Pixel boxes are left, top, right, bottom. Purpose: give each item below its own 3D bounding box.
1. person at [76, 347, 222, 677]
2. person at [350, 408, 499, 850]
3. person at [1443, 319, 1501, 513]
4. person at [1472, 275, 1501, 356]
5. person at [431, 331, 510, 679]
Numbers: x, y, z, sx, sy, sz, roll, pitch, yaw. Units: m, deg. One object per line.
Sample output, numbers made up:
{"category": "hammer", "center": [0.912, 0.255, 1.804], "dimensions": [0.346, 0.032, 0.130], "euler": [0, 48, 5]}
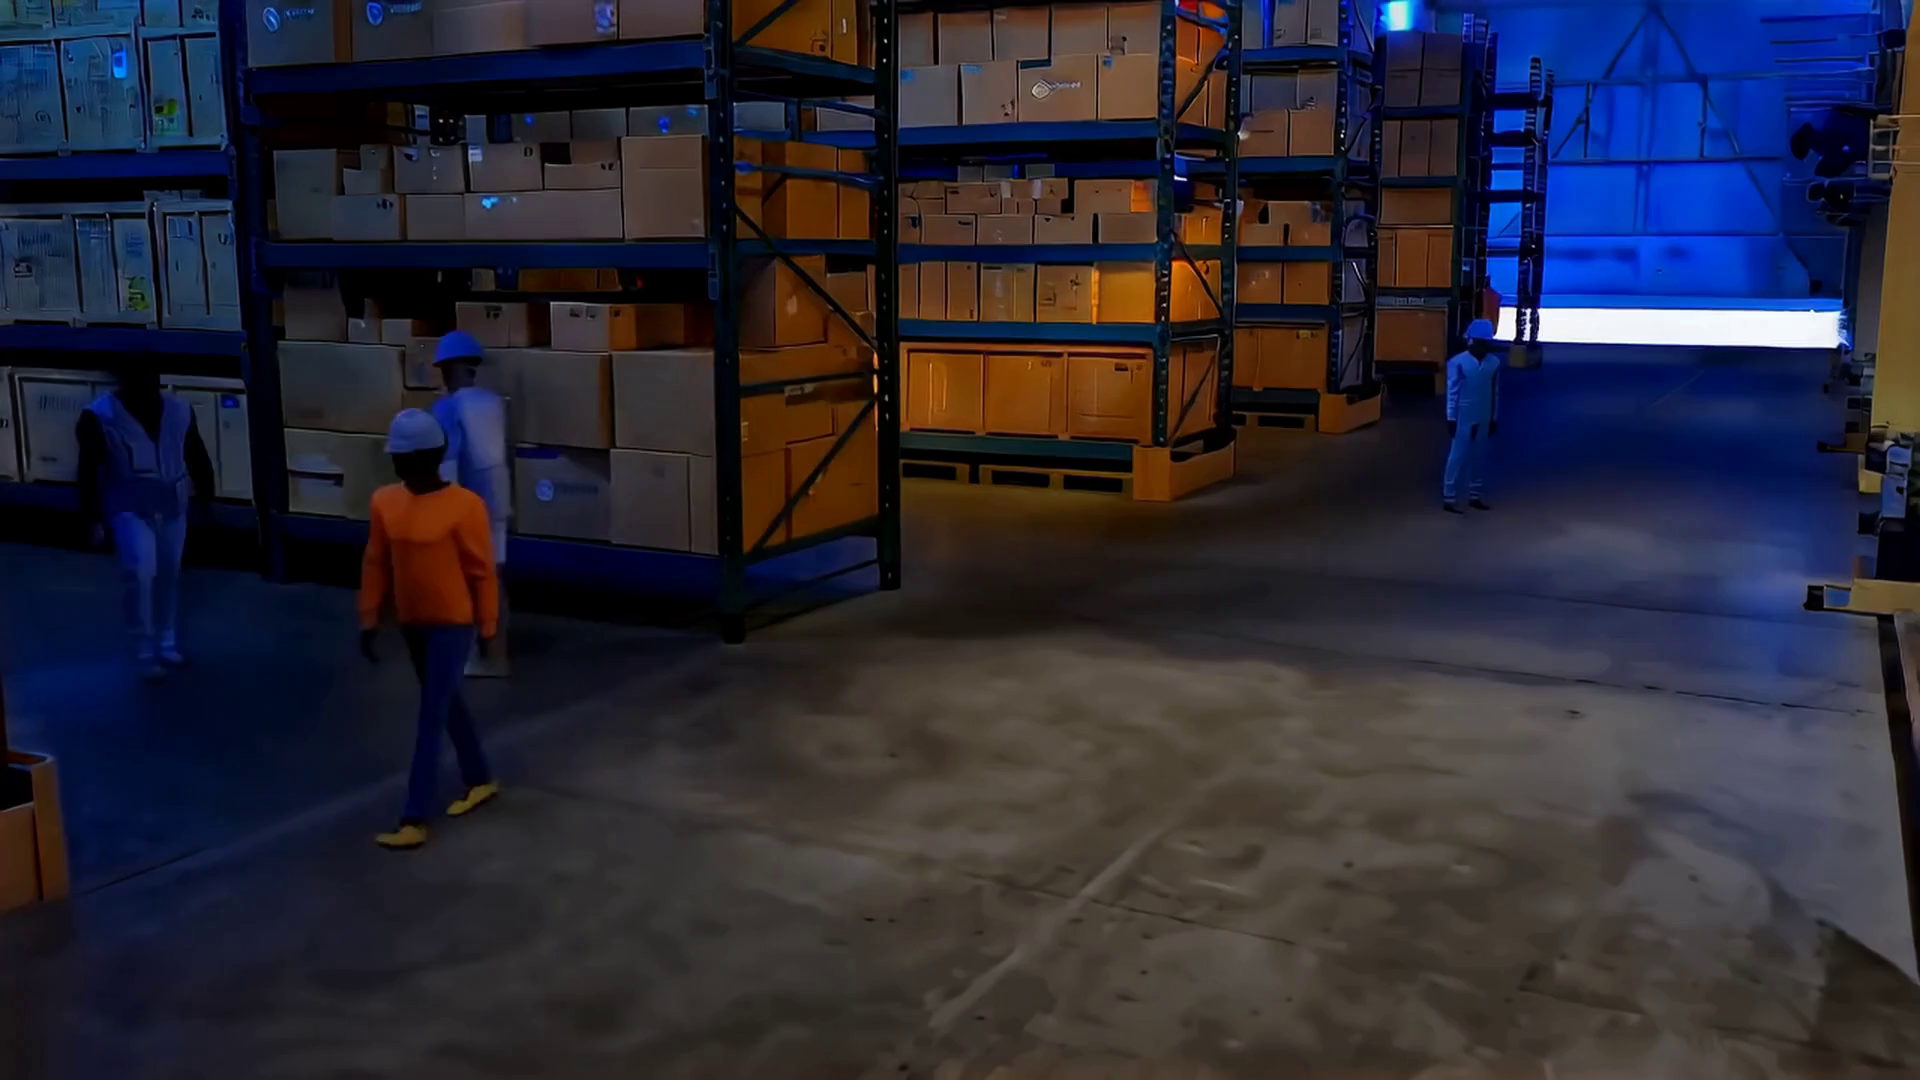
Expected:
{"category": "person", "center": [-4.473, -0.155, 9.218], "dimensions": [0.607, 1.819, 0.661], "euler": [8, 12, 37]}
{"category": "person", "center": [-2.145, 0.342, 6.609], "dimensions": [0.526, 1.721, 0.904], "euler": [4, 11, 22]}
{"category": "person", "center": [4.636, -1.113, 14.985], "dimensions": [0.566, 1.742, 0.351], "euler": [-4, 10, -21]}
{"category": "person", "center": [10.038, -4.118, 31.913], "dimensions": [0.650, 1.904, 0.401], "euler": [-4, 11, -24]}
{"category": "person", "center": [-2.669, -0.183, 9.102], "dimensions": [0.498, 1.906, 0.561], "euler": [6, 11, 29]}
